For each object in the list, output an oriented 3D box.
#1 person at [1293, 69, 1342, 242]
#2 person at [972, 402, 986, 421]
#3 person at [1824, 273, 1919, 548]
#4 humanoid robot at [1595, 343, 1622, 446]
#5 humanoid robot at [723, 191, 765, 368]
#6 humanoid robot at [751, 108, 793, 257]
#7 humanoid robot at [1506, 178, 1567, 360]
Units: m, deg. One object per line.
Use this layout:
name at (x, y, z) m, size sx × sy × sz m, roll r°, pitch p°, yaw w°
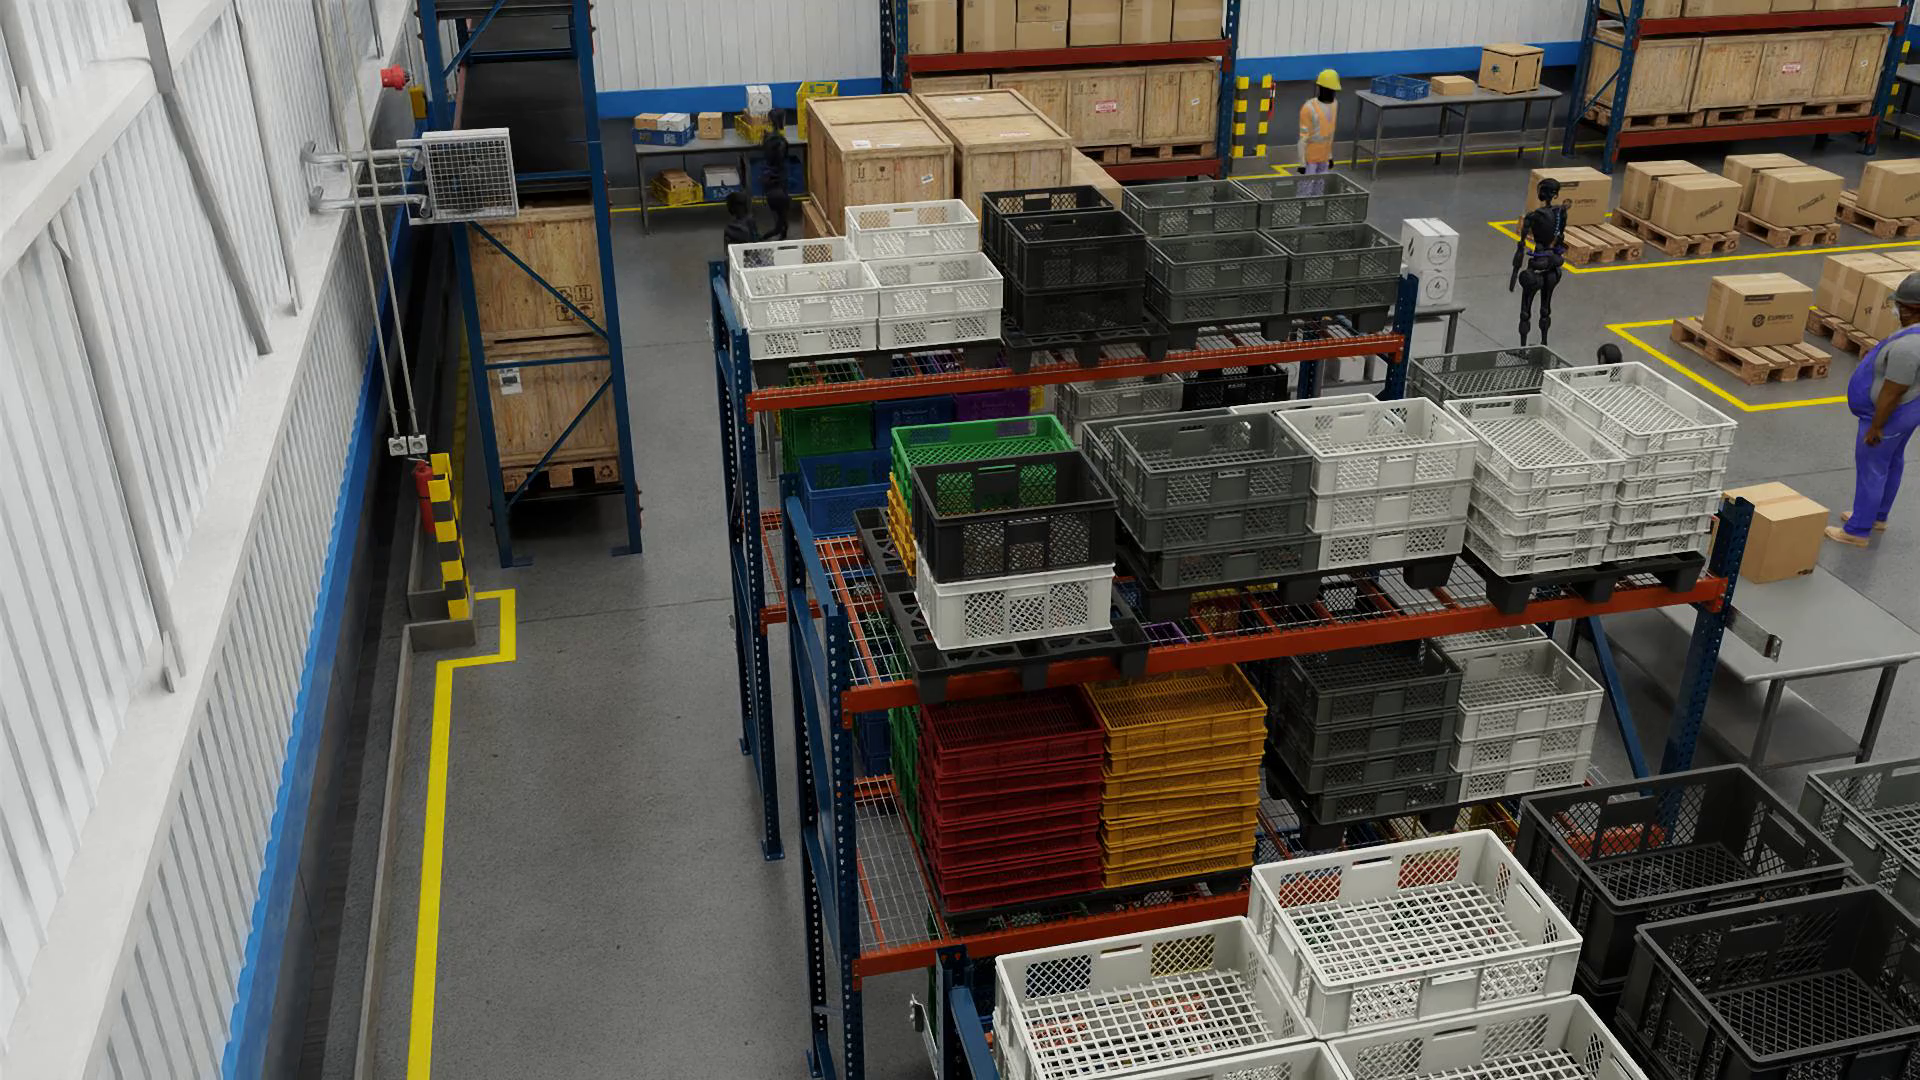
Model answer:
person at (3.953, -4.208, 18.281) m, size 0.632 × 1.909 × 0.420 m, roll -23°, pitch 35°, yaw -36°
person at (0.164, -0.073, 10.453) m, size 0.340 × 1.882 × 0.579 m, roll -23°, pitch 36°, yaw -37°
person at (6.649, -0.949, 11.950) m, size 0.681 × 2.000 × 0.536 m, roll -25°, pitch 37°, yaw -39°
humanoid robot at (4.408, -0.586, 11.632) m, size 0.602 × 1.658 × 0.324 m, roll -2°, pitch 28°, yaw -4°
humanoid robot at (-1.893, -2.317, 14.944) m, size 0.470 × 1.645 × 0.571 m, roll 12°, pitch 30°, yaw 21°
humanoid robot at (-2.031, -3.745, 17.662) m, size 0.542 × 1.634 × 0.640 m, roll -5°, pitch 28°, yaw -10°
humanoid robot at (5.325, -2.504, 15.285) m, size 0.572 × 1.651 × 0.339 m, roll -13°, pitch 31°, yaw -24°
